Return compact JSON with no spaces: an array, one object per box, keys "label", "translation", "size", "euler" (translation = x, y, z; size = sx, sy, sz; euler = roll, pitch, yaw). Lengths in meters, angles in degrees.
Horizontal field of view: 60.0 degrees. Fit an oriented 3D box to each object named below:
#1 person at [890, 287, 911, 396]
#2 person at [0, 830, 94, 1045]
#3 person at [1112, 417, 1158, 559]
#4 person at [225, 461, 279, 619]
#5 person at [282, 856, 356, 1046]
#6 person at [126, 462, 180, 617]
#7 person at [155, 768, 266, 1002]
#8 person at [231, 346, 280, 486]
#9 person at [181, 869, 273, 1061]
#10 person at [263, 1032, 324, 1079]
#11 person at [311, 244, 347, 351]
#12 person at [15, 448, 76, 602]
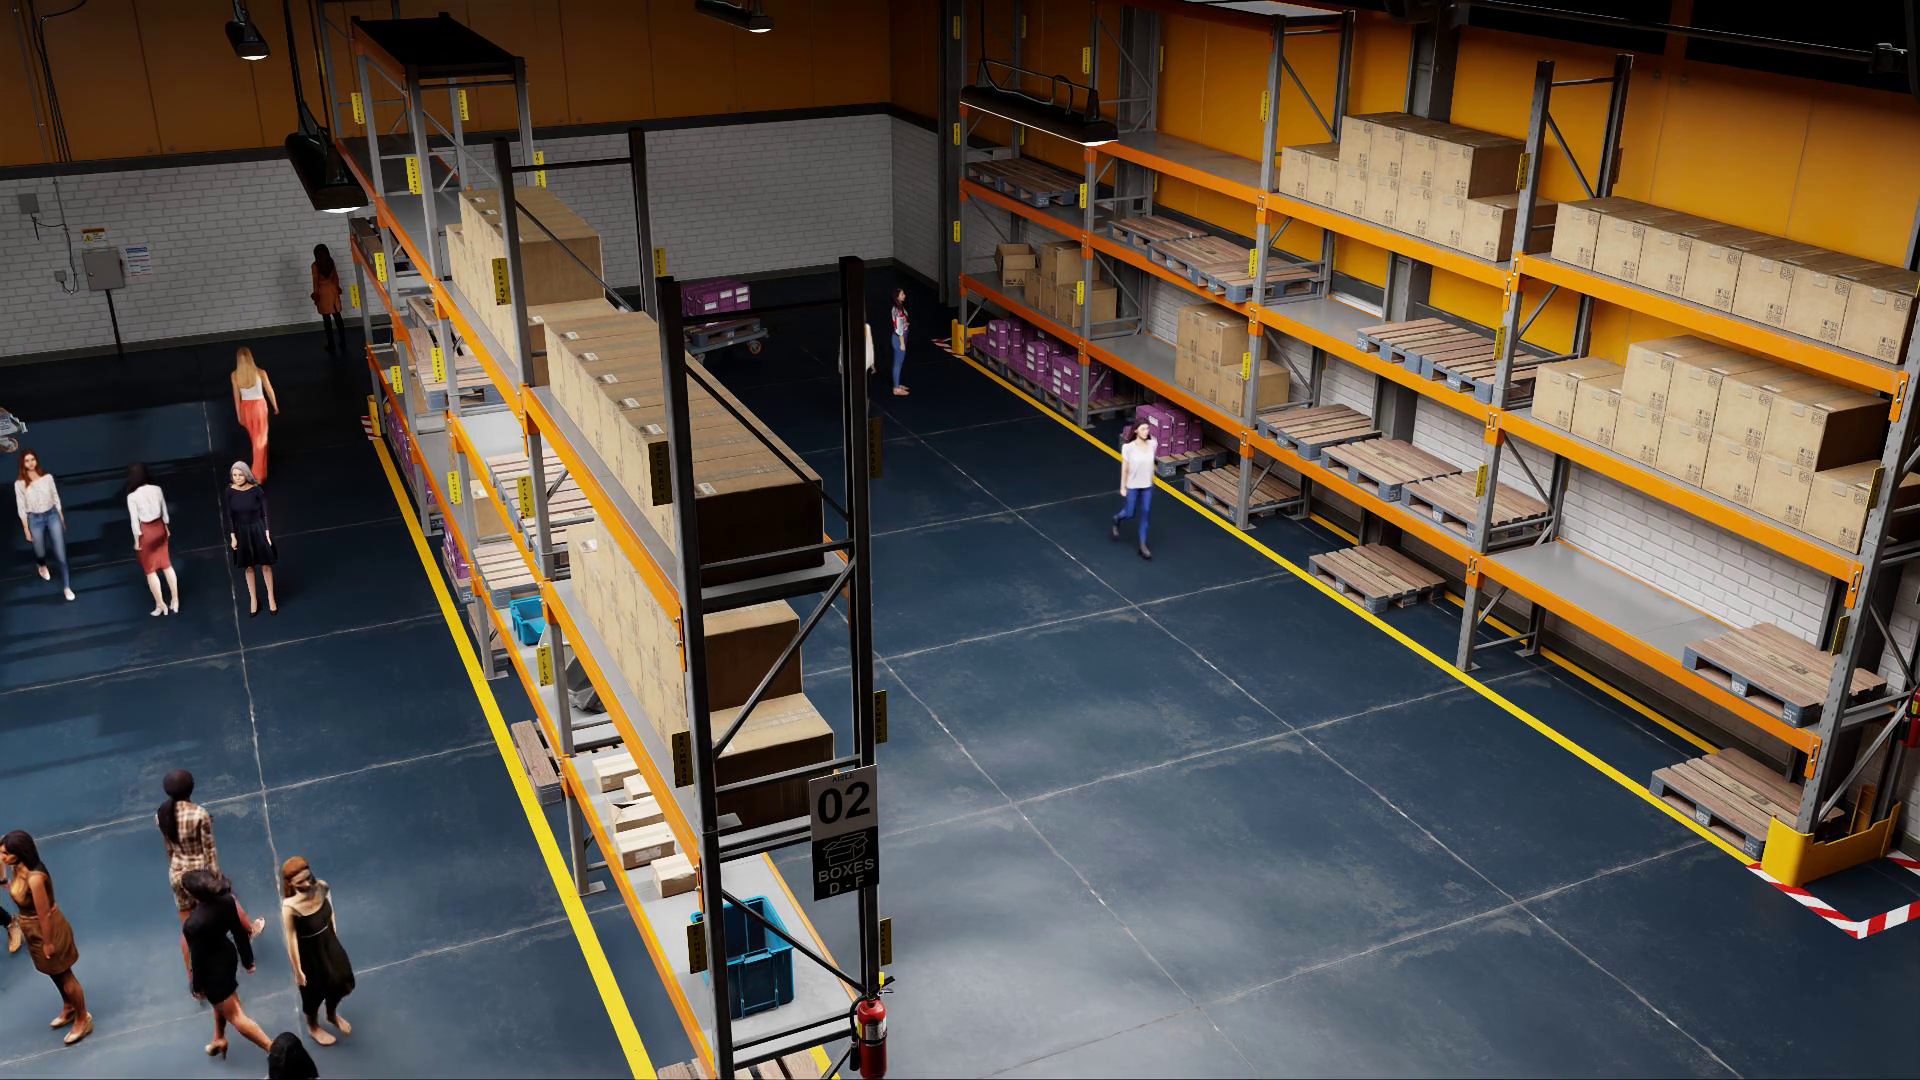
[{"label":"person","translation":[-0.909,-2.969,24.679],"size":[0.718,1.614,0.582],"euler":[-1,24,-2]},{"label":"person","translation":[-6.345,2.730,11.551],"size":[0.583,1.686,0.693],"euler":[18,30,36]},{"label":"person","translation":[2.018,-0.628,19.255],"size":[0.596,1.669,0.904],"euler":[-10,26,-23]},{"label":"person","translation":[-7.563,-0.017,17.759],"size":[0.644,1.747,0.629],"euler":[-5,24,-12]},{"label":"person","translation":[-4.473,2.820,11.454],"size":[0.789,1.600,0.733],"euler":[12,26,26]},{"label":"person","translation":[-8.604,-0.002,17.722],"size":[0.729,1.749,0.691],"euler":[11,26,24]},{"label":"person","translation":[-5.540,2.522,11.958],"size":[0.974,1.741,1.165],"euler":[4,24,8]},{"label":"person","translation":[-9.031,-1.547,21.255],"size":[0.969,1.751,1.324],"euler":[-1,24,-2]},{"label":"person","translation":[-4.886,2.944,11.165],"size":[1.061,1.604,1.036],"euler":[7,24,15]},{"label":"person","translation":[-3.760,3.554,9.609],"size":[0.688,1.732,0.702],"euler":[3,24,8]},{"label":"person","translation":[-10.148,-3.907,26.691],"size":[0.766,1.720,0.781],"euler":[17,29,34]},{"label":"person","translation":[-10.068,-0.201,18.232],"size":[0.746,1.706,1.075],"euler":[-18,29,-35]}]
